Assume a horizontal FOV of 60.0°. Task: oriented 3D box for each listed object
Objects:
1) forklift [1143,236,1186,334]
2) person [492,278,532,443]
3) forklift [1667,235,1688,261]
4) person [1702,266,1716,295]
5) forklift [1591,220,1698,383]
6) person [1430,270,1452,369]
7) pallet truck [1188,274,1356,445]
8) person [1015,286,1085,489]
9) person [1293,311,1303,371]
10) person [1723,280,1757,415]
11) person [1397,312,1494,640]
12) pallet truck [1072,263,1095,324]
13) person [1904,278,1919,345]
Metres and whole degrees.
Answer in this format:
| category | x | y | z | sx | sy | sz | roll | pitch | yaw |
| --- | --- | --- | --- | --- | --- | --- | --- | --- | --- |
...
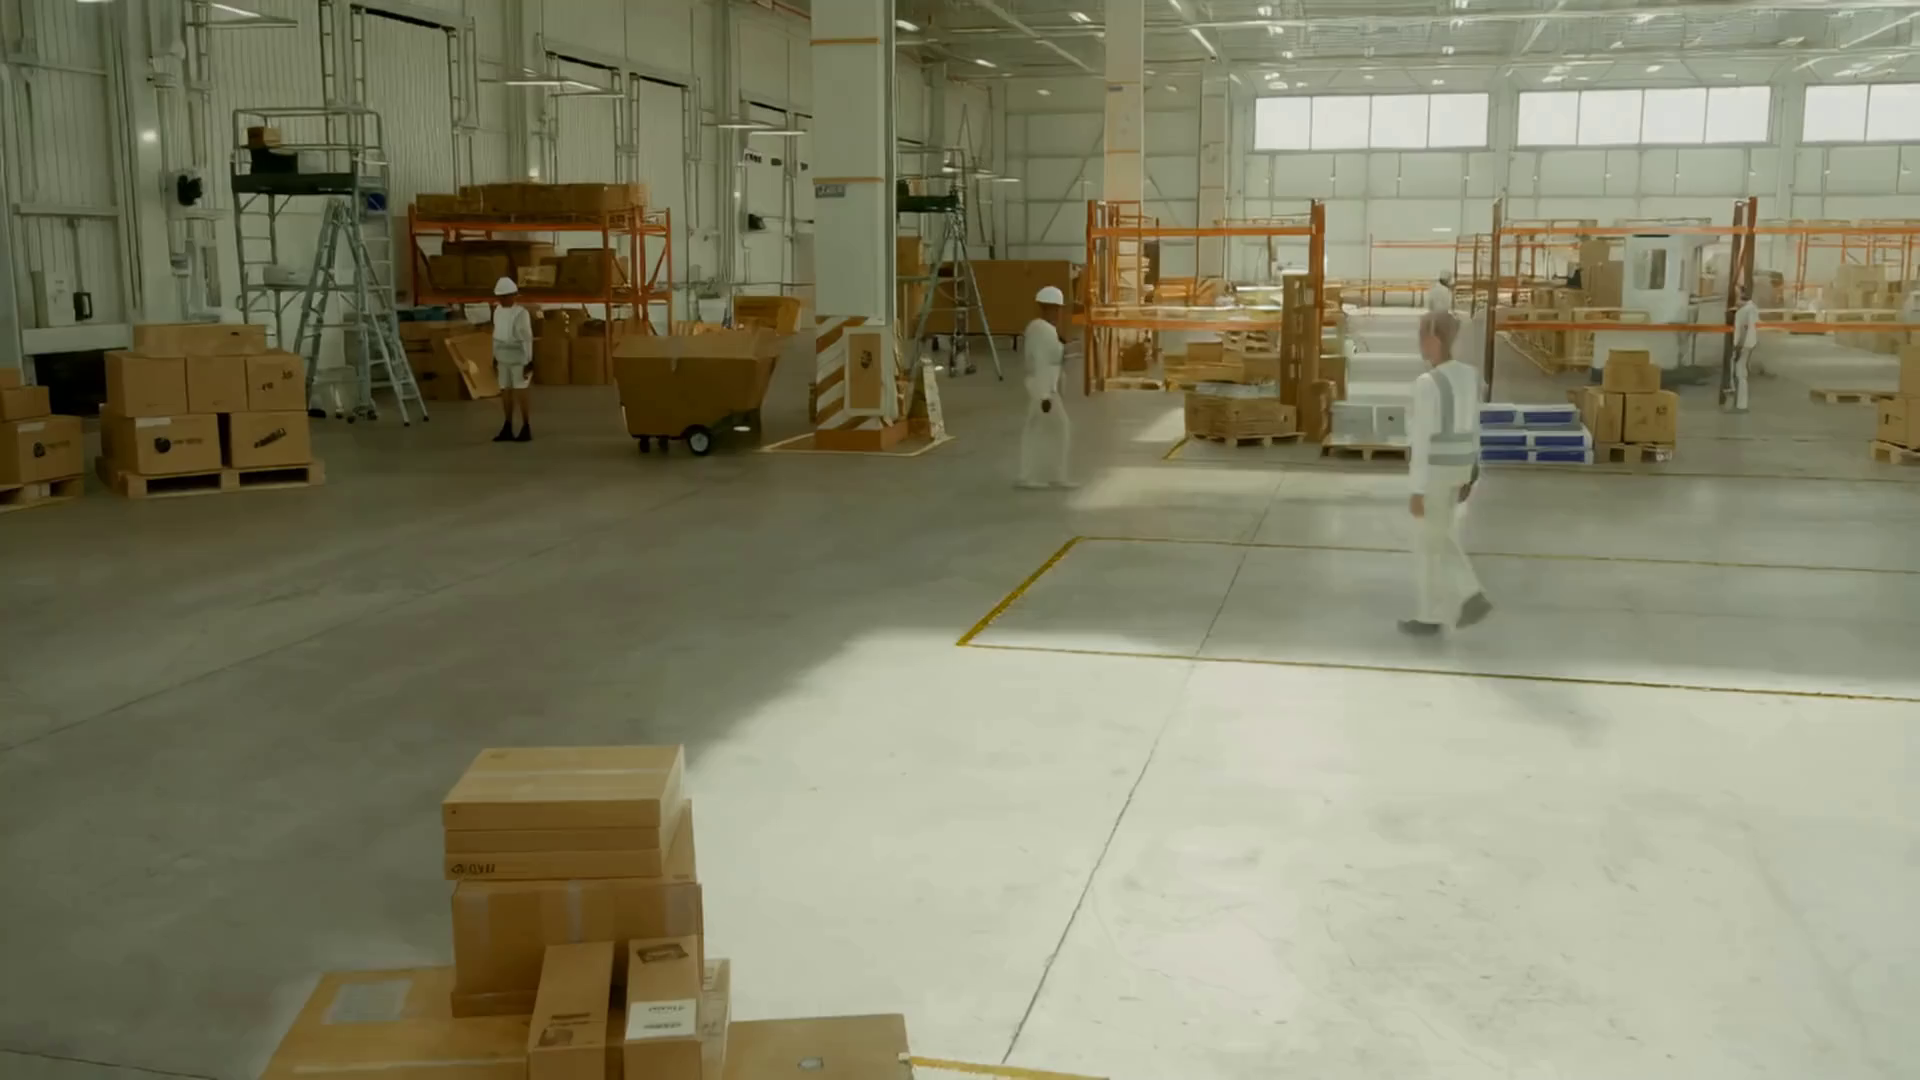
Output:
| category | x | y | z | sx | sy | sz | roll | pitch | yaw |
| --- | --- | --- | --- | --- | --- | --- | --- | --- | --- |
| forklift | 5.410 | -7.233 | 46.992 | 1.873 | 2.768 | 1.129 | 2 | 10 | 14 |
| person | -5.301 | -2.106 | 19.575 | 0.553 | 1.935 | 0.363 | 5 | 11 | 27 |
| forklift | 21.149 | -7.581 | 49.039 | 1.129 | 2.768 | 1.873 | -7 | 12 | -35 |
| person | 22.850 | -7.399 | 50.792 | 0.362 | 1.929 | 0.629 | 6 | 11 | 31 |
| forklift | 11.760 | -4.076 | 28.402 | 1.873 | 2.768 | 1.129 | -9 | 13 | -44 |
| person | 9.221 | -4.195 | 31.869 | 0.363 | 1.939 | 0.636 | 6 | 11 | 32 |
| pallet truck | 3.653 | -2.138 | 19.590 | 1.885 | 1.965 | 0.823 | -4 | 10 | -20 |
| person | 0.861 | -1.422 | 15.639 | 0.799 | 1.895 | 0.609 | -3 | 10 | -19 |
| person | 6.612 | -4.100 | 31.918 | 0.335 | 1.734 | 0.501 | 6 | 11 | 33 |
| person | 10.818 | -2.652 | 23.007 | 0.333 | 1.866 | 0.515 | 8 | 12 | 39 |
| person | 2.732 | -0.349 | 9.422 | 0.610 | 1.870 | 0.461 | -9 | 13 | -43 |
| pallet truck | 4.325 | -8.180 | 55.162 | 0.823 | 1.965 | 1.885 | 6 | 11 | 31 |
| person | 18.200 | -4.088 | 31.591 | 0.634 | 1.820 | 0.677 | -2 | 10 | -10 |
